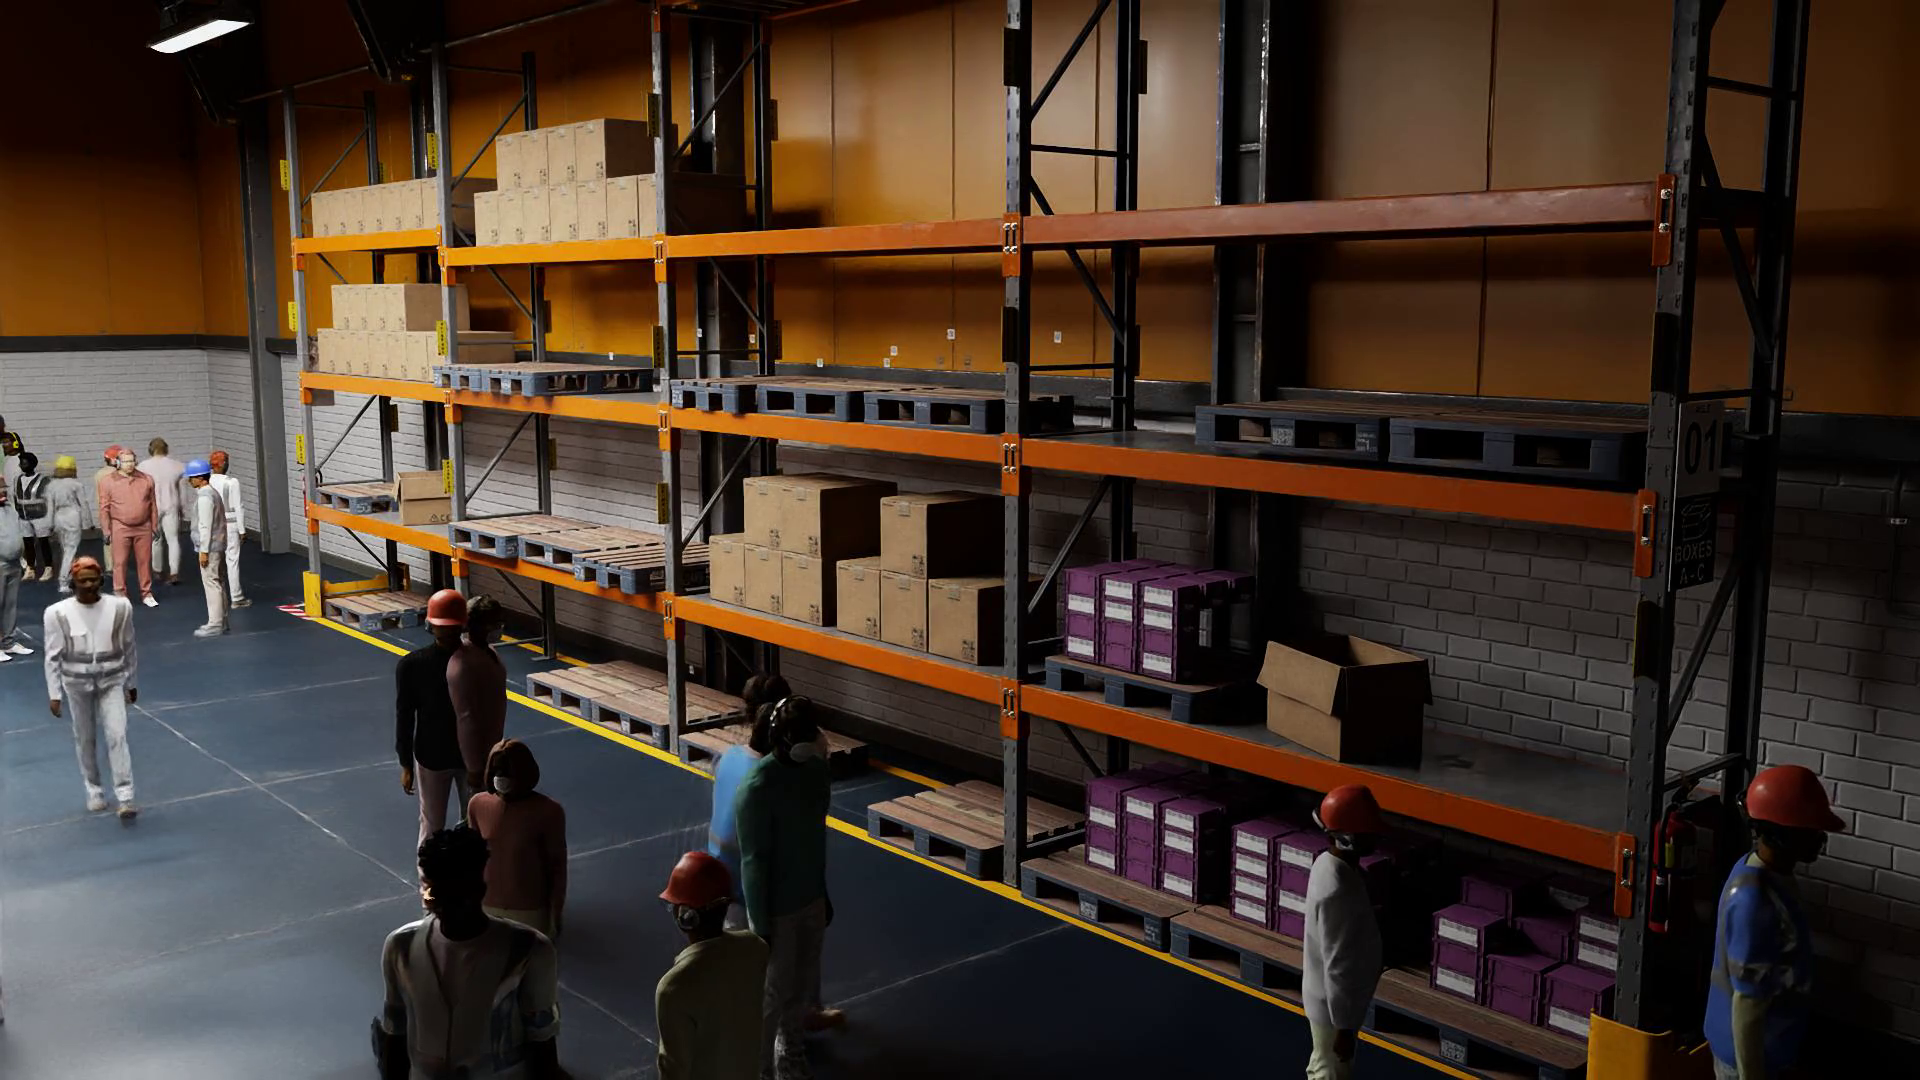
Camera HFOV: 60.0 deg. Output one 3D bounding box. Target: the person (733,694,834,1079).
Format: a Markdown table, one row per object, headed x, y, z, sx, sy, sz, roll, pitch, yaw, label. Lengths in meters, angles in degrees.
| x | y | z | sx | sy | sz | roll | pitch | yaw | label |
| --- | --- | --- | --- | --- | --- | --- | --- | --- | --- |
| -0.755 | 1.630 | 7.383 | 0.379 | 1.937 | 0.629 | 4 | 9 | 26 | person |

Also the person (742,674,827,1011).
| x | y | z | sx | sy | sz | roll | pitch | yaw | label |
| --- | --- | --- | --- | --- | --- | --- | --- | --- | --- |
| -0.878 | 1.557 | 8.261 | 0.432 | 1.833 | 0.729 | 4 | 9 | 26 | person |

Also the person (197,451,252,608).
| x | y | z | sx | sy | sz | roll | pitch | yaw | label |
| --- | --- | --- | --- | --- | --- | --- | --- | --- | --- |
| -8.734 | -0.121 | 19.733 | 0.575 | 1.885 | 0.355 | 1 | 8 | 10 | person |

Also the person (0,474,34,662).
| x | y | z | sx | sy | sz | roll | pitch | yaw | label |
| --- | --- | --- | --- | --- | --- | --- | --- | --- | --- |
| -9.753 | 0.270 | 16.931 | 0.407 | 1.906 | 0.655 | 1 | 8 | 4 | person |

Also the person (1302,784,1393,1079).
| x | y | z | sx | sy | sz | roll | pitch | yaw | label |
| --- | --- | --- | --- | --- | --- | --- | --- | --- | --- |
| 1.532 | 1.826 | 6.639 | 0.327 | 1.753 | 0.561 | 2 | 8 | 11 | person |

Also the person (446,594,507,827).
| x | y | z | sx | sy | sz | roll | pitch | yaw | label |
| --- | --- | --- | --- | --- | --- | --- | --- | --- | --- |
| -2.833 | 1.276 | 9.852 | 0.370 | 1.934 | 0.627 | -1 | 8 | -4 | person |

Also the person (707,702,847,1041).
| x | y | z | sx | sy | sz | roll | pitch | yaw | label |
| --- | --- | --- | --- | --- | --- | --- | --- | --- | --- |
| -0.943 | 1.633 | 7.875 | 0.840 | 1.787 | 0.704 | -5 | 9 | -29 | person |

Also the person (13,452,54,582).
| x | y | z | sx | sy | sz | roll | pitch | yaw | label |
| --- | --- | --- | --- | --- | --- | --- | --- | --- | --- |
| -12.061 | -0.301 | 21.626 | 0.541 | 1.696 | 0.316 | 1 | 8 | 9 | person |

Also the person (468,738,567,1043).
| x | y | z | sx | sy | sz | roll | pitch | yaw | label |
| --- | --- | --- | --- | --- | --- | --- | --- | --- | --- |
| -2.077 | 1.723 | 7.774 | 0.498 | 1.634 | 0.278 | 1 | 8 | 10 | person |

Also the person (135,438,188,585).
| x | y | z | sx | sy | sz | roll | pitch | yaw | label |
| --- | --- | --- | --- | --- | --- | --- | --- | --- | --- |
| -10.319 | -0.371 | 21.525 | 0.648 | 1.871 | 1.083 | -5 | 10 | -32 | person |

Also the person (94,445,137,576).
| x | y | z | sx | sy | sz | roll | pitch | yaw | label |
| --- | --- | --- | --- | --- | --- | --- | --- | --- | --- |
| -11.176 | -0.387 | 22.036 | 0.574 | 1.747 | 0.346 | 4 | 9 | 28 | person |

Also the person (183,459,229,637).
| x | y | z | sx | sy | sz | roll | pitch | yaw | label |
| --- | --- | --- | --- | --- | --- | --- | --- | --- | --- |
| -8.218 | 0.082 | 18.169 | 0.420 | 1.933 | 0.616 | -3 | 9 | -18 | person |

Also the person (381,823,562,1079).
| x | y | z | sx | sy | sz | roll | pitch | yaw | label |
| --- | --- | --- | --- | --- | --- | --- | --- | --- | --- |
| -1.623 | 1.891 | 5.519 | 0.606 | 1.951 | 0.373 | 1 | 8 | 6 | person |

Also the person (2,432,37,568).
| x | y | z | sx | sy | sz | roll | pitch | yaw | label |
| --- | --- | --- | --- | --- | --- | --- | --- | --- | --- |
| -12.886 | -0.542 | 22.702 | 0.532 | 1.871 | 0.321 | 4 | 9 | 25 | person |

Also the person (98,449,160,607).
| x | y | z | sx | sy | sz | roll | pitch | yaw | label |
| --- | --- | --- | --- | --- | --- | --- | --- | --- | --- |
| -9.818 | -0.128 | 19.702 | 0.652 | 1.905 | 0.409 | -7 | 11 | -41 | person |

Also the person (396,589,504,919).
| x | y | z | sx | sy | sz | roll | pitch | yaw | label |
| --- | --- | --- | --- | --- | --- | --- | --- | --- | --- |
| -2.962 | 1.266 | 9.710 | 0.623 | 1.991 | 0.382 | -5 | 10 | -33 | person |

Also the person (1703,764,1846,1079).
| x | y | z | sx | sy | sz | roll | pitch | yaw | label |
| --- | --- | --- | --- | --- | --- | --- | --- | --- | --- |
| 2.861 | 1.788 | 5.908 | 0.396 | 2.044 | 0.609 | 5 | 10 | 31 | person |

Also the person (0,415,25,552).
| x | y | z | sx | sy | sz | roll | pitch | yaw | label |
| --- | --- | --- | --- | --- | --- | --- | --- | --- | --- |
| -13.878 | -0.820 | 24.047 | 0.681 | 2.000 | 0.536 | -5 | 9 | -29 | person |

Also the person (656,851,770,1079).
| x | y | z | sx | sy | sz | roll | pitch | yaw | label |
| --- | --- | --- | --- | --- | --- | --- | --- | --- | --- |
| -0.891 | 1.944 | 5.825 | 0.329 | 1.751 | 0.570 | 4 | 9 | 26 | person |

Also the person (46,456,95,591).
| x | y | z | sx | sy | sz | roll | pitch | yaw | label |
| --- | --- | --- | --- | --- | --- | --- | --- | --- | --- |
| -11.280 | -0.220 | 21.112 | 0.496 | 1.682 | 0.928 | 1 | 8 | 7 | person |

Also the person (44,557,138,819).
| x | y | z | sx | sy | sz | roll | pitch | yaw | label |
| --- | --- | --- | --- | --- | --- | --- | --- | --- | --- |
| -6.072 | 1.055 | 11.670 | 0.585 | 1.844 | 0.910 | -5 | 9 | -30 | person |
